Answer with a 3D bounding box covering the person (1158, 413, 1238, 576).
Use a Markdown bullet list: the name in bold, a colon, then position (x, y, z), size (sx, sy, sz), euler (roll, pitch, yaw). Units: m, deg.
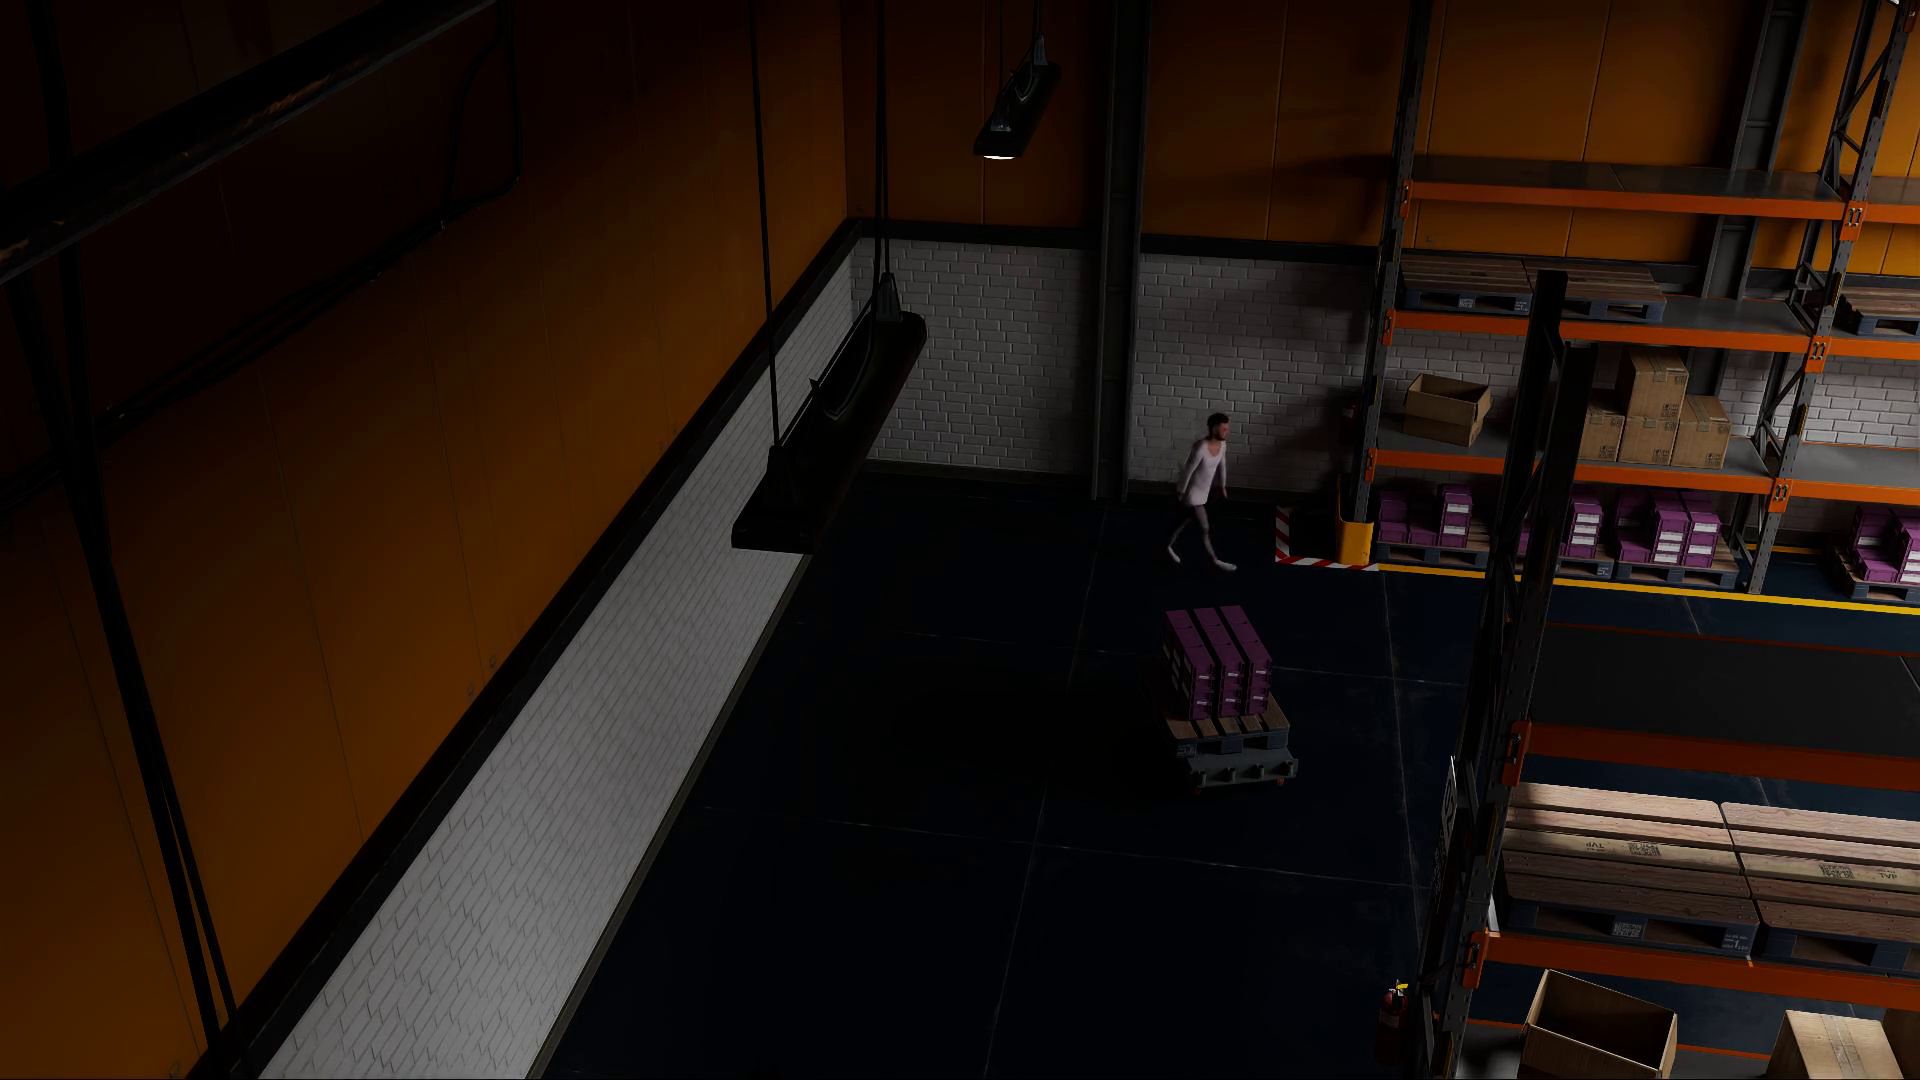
- **person**: position (2.346, -0.491, 17.065), size (1.248, 1.762, 1.001), euler (23, 36, 35)
